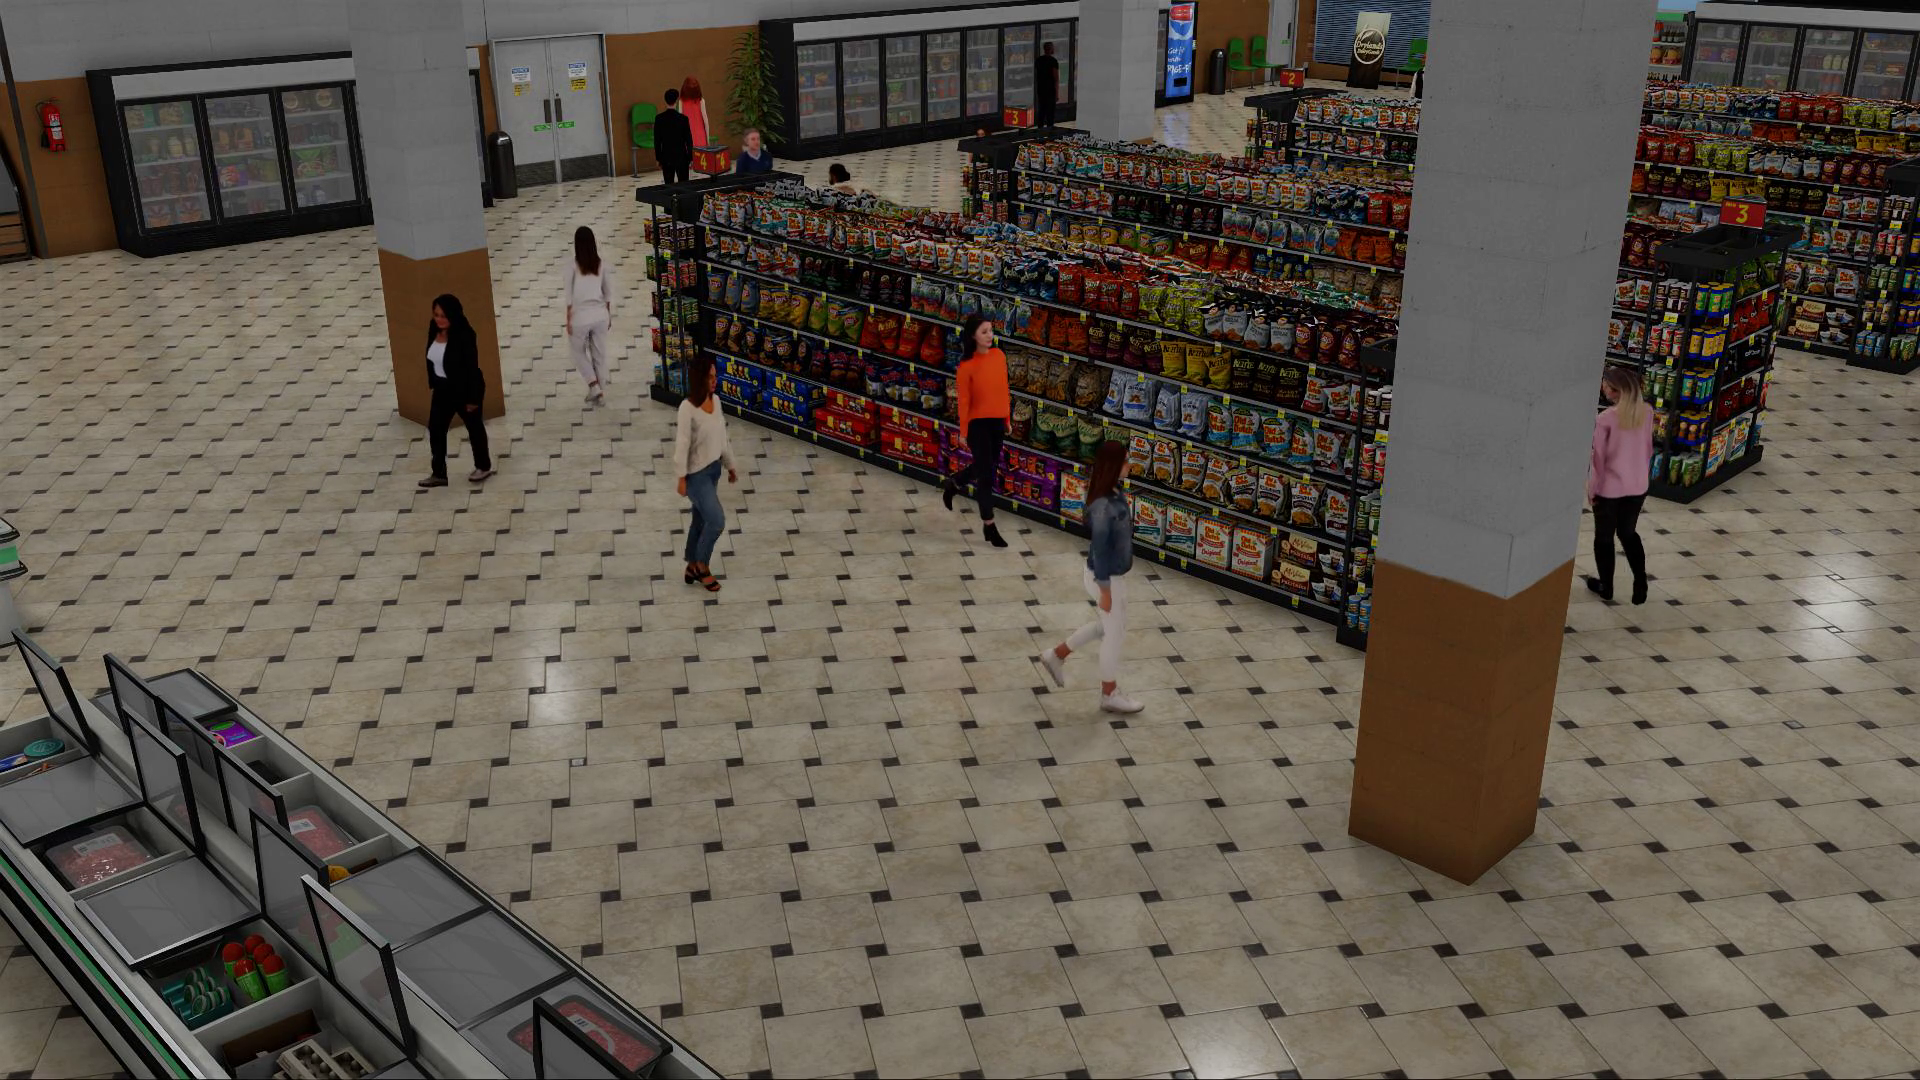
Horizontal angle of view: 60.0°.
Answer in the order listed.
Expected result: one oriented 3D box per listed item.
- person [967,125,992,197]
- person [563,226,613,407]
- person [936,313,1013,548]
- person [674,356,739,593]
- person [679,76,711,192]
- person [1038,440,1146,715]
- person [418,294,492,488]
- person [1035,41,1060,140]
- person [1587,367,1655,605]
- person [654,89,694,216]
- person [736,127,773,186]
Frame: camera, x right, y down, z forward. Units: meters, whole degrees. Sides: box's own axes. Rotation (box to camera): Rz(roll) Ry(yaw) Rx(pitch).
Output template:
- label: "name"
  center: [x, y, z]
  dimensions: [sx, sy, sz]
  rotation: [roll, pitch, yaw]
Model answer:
- label: "person"
  center: [0.308, -4.413, 21.186]
  dimensions: [0.587, 1.725, 0.708]
  rotation: [7, 23, 18]
- label: "person"
  center: [-3.393, -2.028, 15.313]
  dimensions: [0.676, 1.678, 0.697]
  rotation: [-13, 26, -30]
- label: "person"
  center: [0.120, -0.838, 12.288]
  dimensions: [1.041, 1.726, 0.644]
  rotation: [19, 29, 39]
- label: "person"
  center: [-1.848, -0.455, 11.410]
  dimensions: [0.760, 1.671, 0.736]
  rotation: [8, 23, 20]
- label: "person"
  center: [-4.046, -6.113, 25.283]
  dimensions: [0.657, 1.826, 0.739]
  rotation: [2, 22, 5]
- label: "person"
  center: [0.774, 0.218, 9.714]
  dimensions: [1.014, 1.685, 0.892]
  rotation: [5, 22, 12]
- label: "person"
  center: [-3.992, -1.222, 13.430]
  dimensions: [0.928, 1.588, 0.907]
  rotation: [10, 24, 23]
- label: "person"
  center: [1.594, -8.190, 30.462]
  dimensions: [0.484, 1.819, 0.717]
  rotation: [20, 29, 40]
- label: "person"
  center: [4.434, -0.320, 11.090]
  dimensions: [0.906, 1.658, 1.000]
  rotation: [-2, 22, -4]
- label: "person"
  center: [-3.997, -5.341, 23.275]
  dimensions: [0.767, 1.890, 0.841]
  rotation: [1, 22, 3]
- label: "person"
  center: [-2.491, -4.057, 20.127]
  dimensions: [0.735, 1.854, 0.753]
  rotation: [-15, 26, -33]
